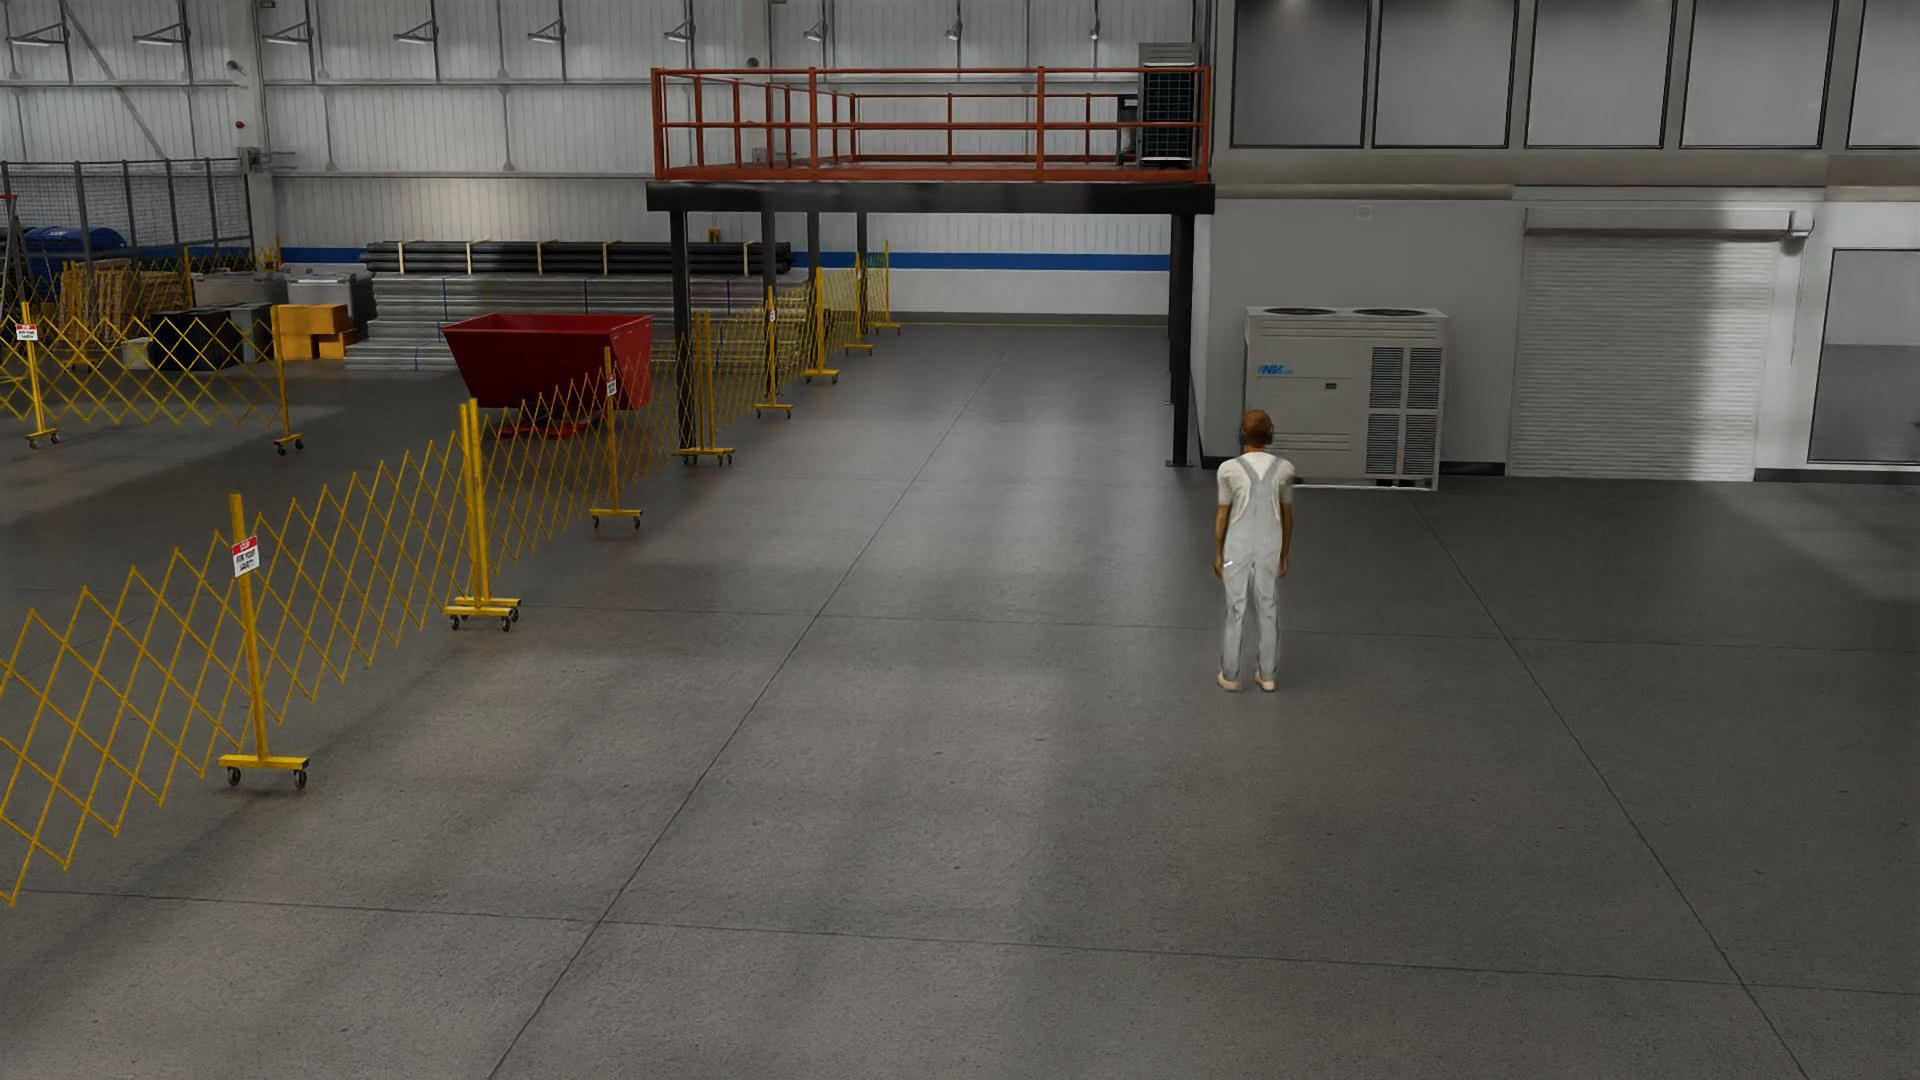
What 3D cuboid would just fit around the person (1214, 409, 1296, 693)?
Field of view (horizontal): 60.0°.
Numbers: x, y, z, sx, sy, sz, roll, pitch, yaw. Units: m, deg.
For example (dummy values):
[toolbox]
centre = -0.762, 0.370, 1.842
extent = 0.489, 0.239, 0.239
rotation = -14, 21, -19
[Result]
[person]
centre = 1.878, 0.080, 10.652
extent = 0.501, 1.839, 0.349
rotation = -2, 14, -6
